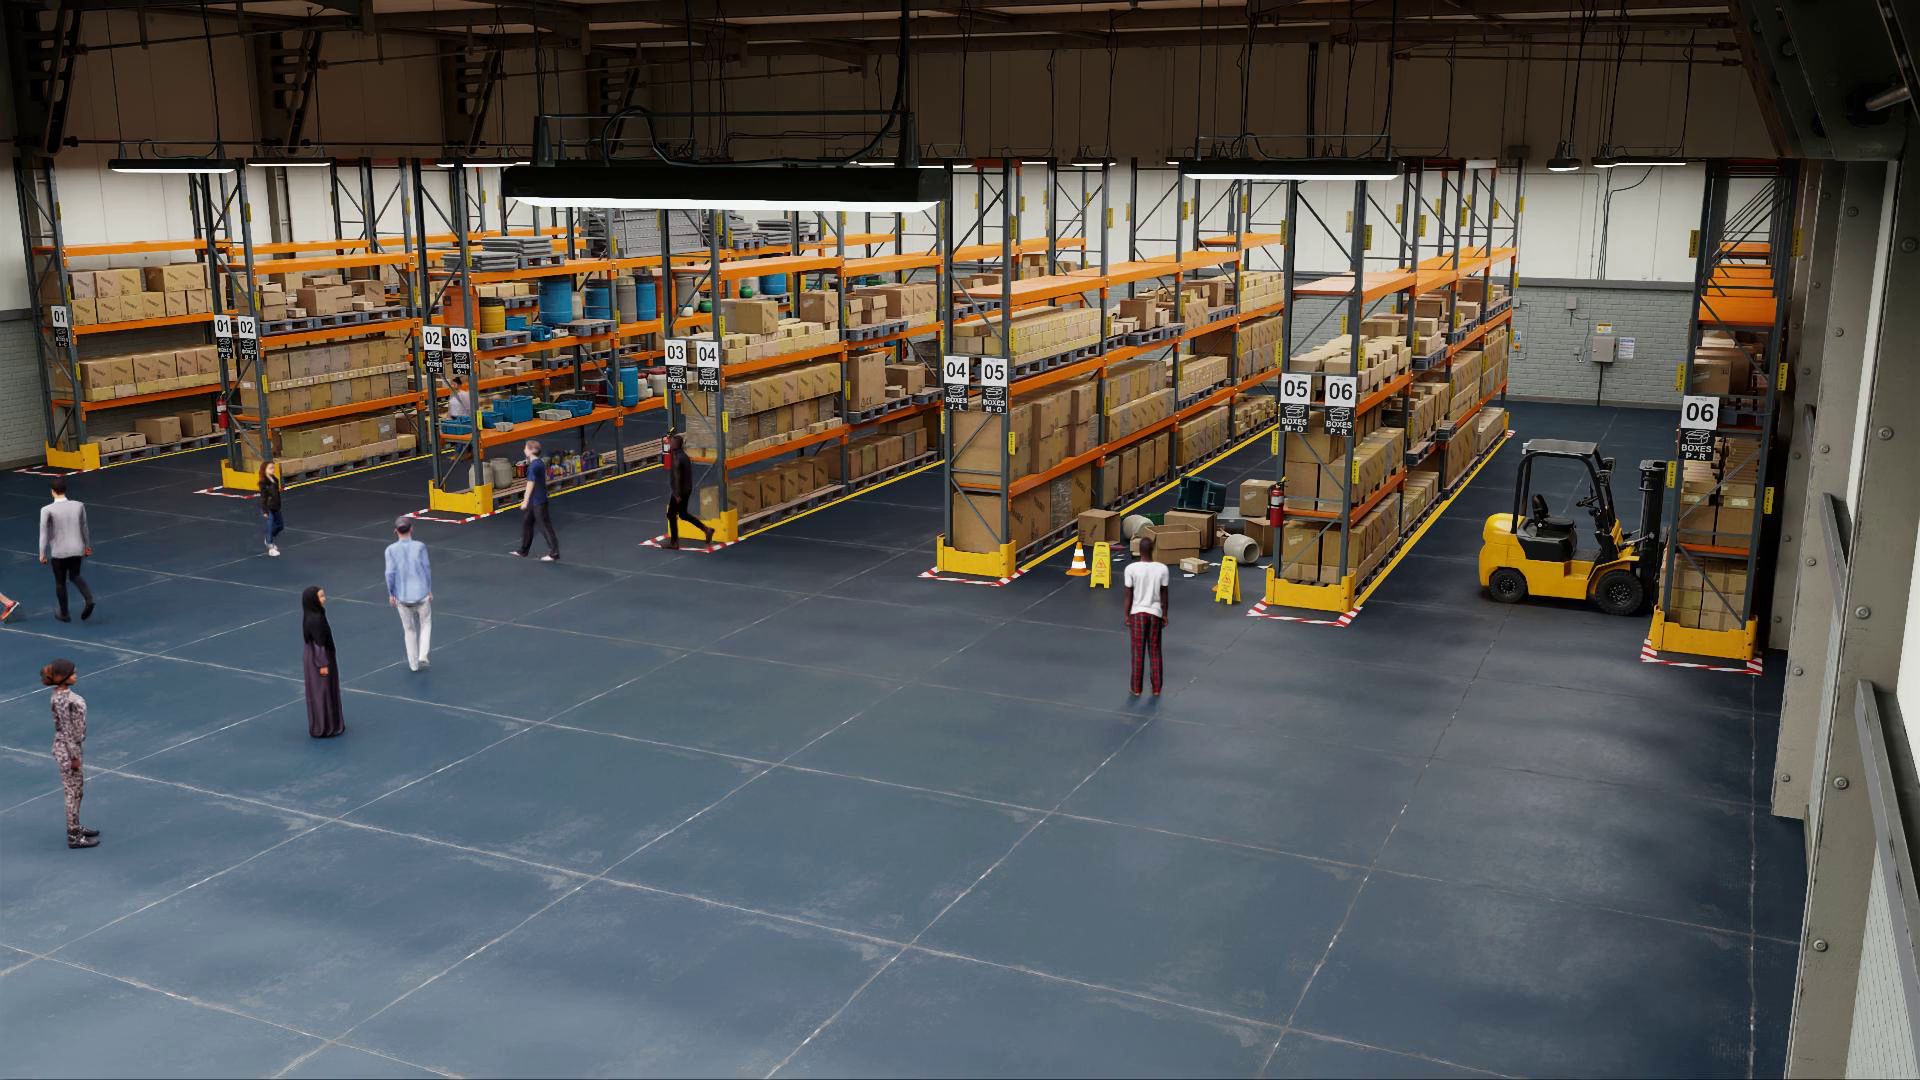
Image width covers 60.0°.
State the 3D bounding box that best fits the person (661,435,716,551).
[{"bbox_3d":[-4.251,-0.720,25.864,1.002,1.809,1.122,1,13,4],"label":"person"}]

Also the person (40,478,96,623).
[{"bbox_3d":[-11.703,0.149,21.906,0.912,1.902,0.871,7,15,27],"label":"person"}]

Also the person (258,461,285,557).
[{"bbox_3d":[-10.673,-0.488,25.611,0.643,1.472,0.557,5,14,21],"label":"person"}]

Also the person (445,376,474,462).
[{"bbox_3d":[-9.981,-2.437,33.505,0.823,1.706,1.052,10,17,38],"label":"person"}]

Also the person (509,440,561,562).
[{"bbox_3d":[-6.293,-0.575,25.165,1.066,1.842,1.071,-3,13,-11],"label":"person"}]

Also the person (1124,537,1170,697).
[{"bbox_3d":[2.122,0.868,18.951,0.731,1.833,0.706,-1,13,-4],"label":"person"}]

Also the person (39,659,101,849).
[{"bbox_3d":[-7.933,1.885,14.817,0.724,1.718,0.673,-6,14,-23],"label":"person"}]

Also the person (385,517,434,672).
[{"bbox_3d":[-6.510,0.665,19.736,0.808,1.876,0.859,-4,14,-16],"label":"person"}]

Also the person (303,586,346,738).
[{"bbox_3d":[-6.814,1.275,17.680,0.763,1.615,0.716,-6,14,-25],"label":"person"}]
